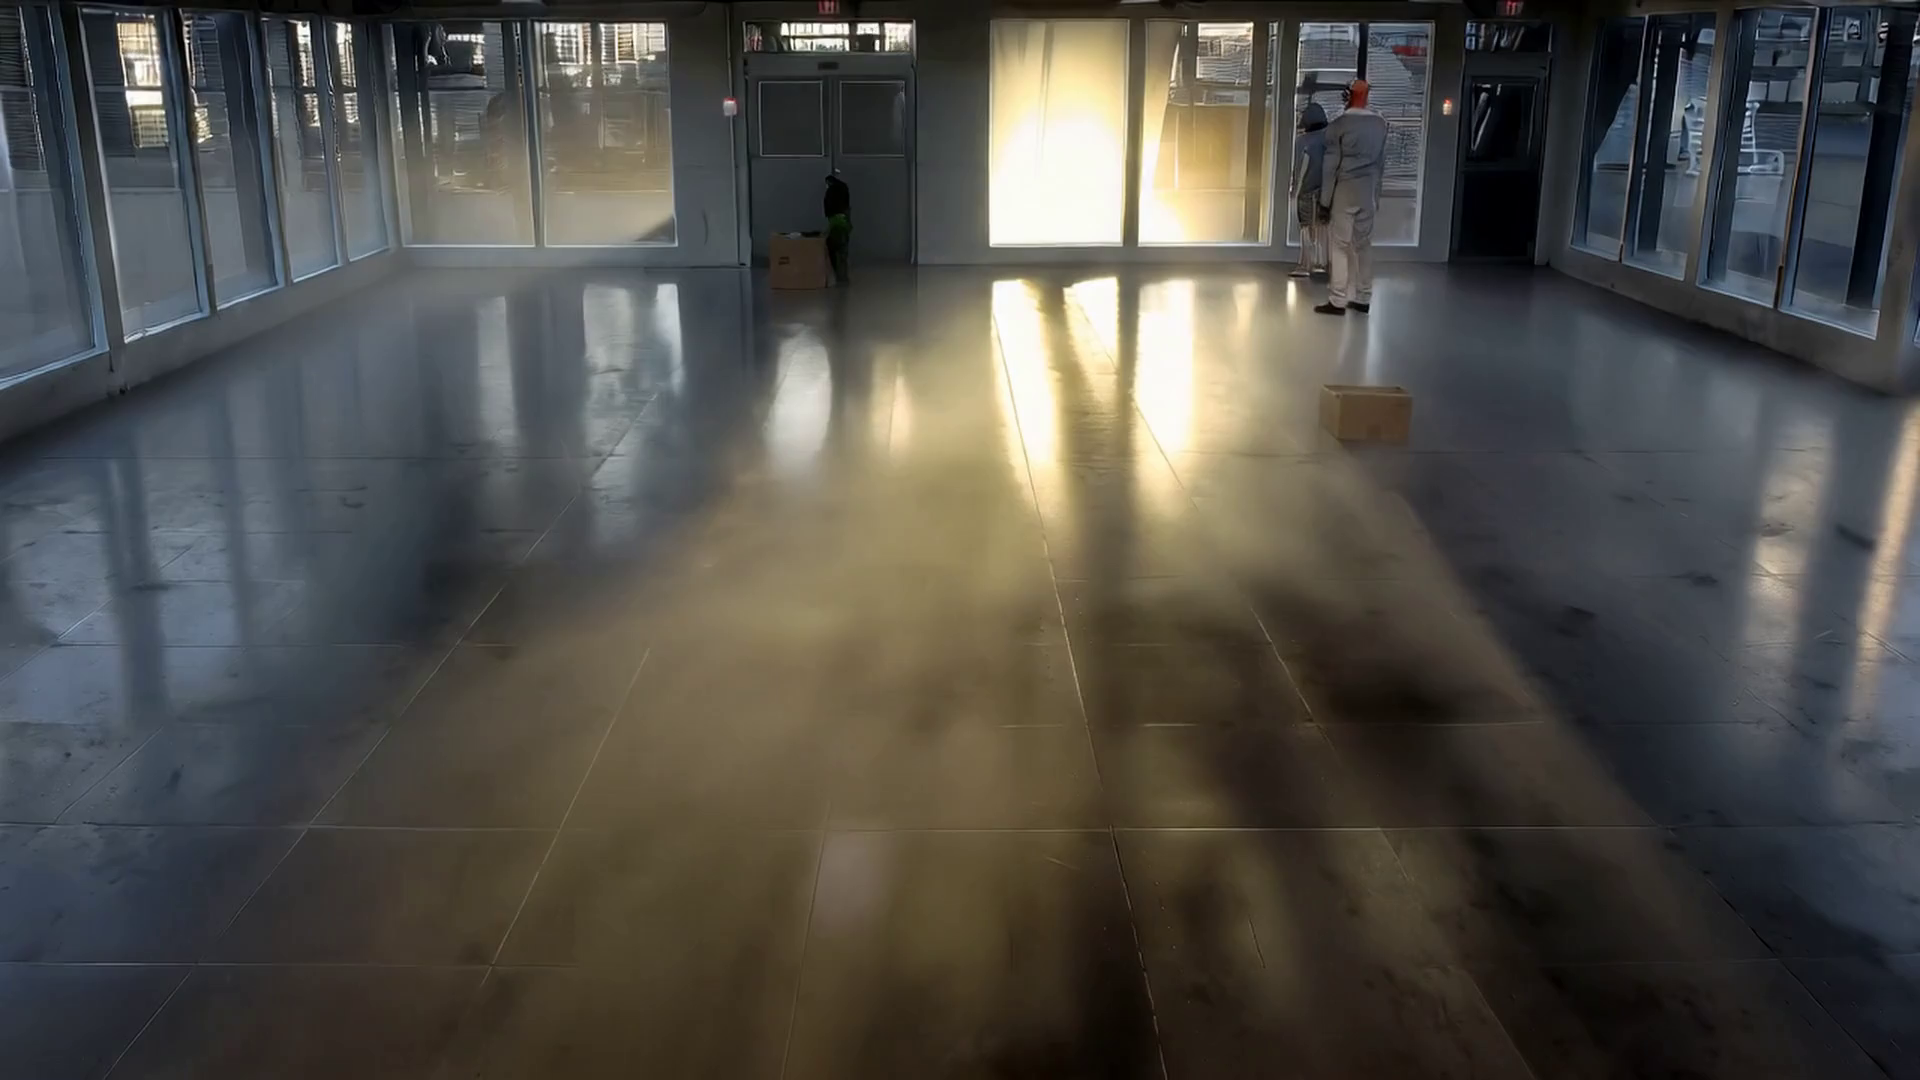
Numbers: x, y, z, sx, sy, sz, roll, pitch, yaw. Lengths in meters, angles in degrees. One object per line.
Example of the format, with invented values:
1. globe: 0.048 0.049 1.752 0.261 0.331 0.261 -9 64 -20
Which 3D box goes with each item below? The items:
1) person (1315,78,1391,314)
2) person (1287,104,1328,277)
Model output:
1. person: 3.207 -2.825 13.715 0.652 1.906 0.403 -10 19 -30
2. person: 3.364 -3.345 15.963 0.507 1.632 0.268 -9 19 -28
